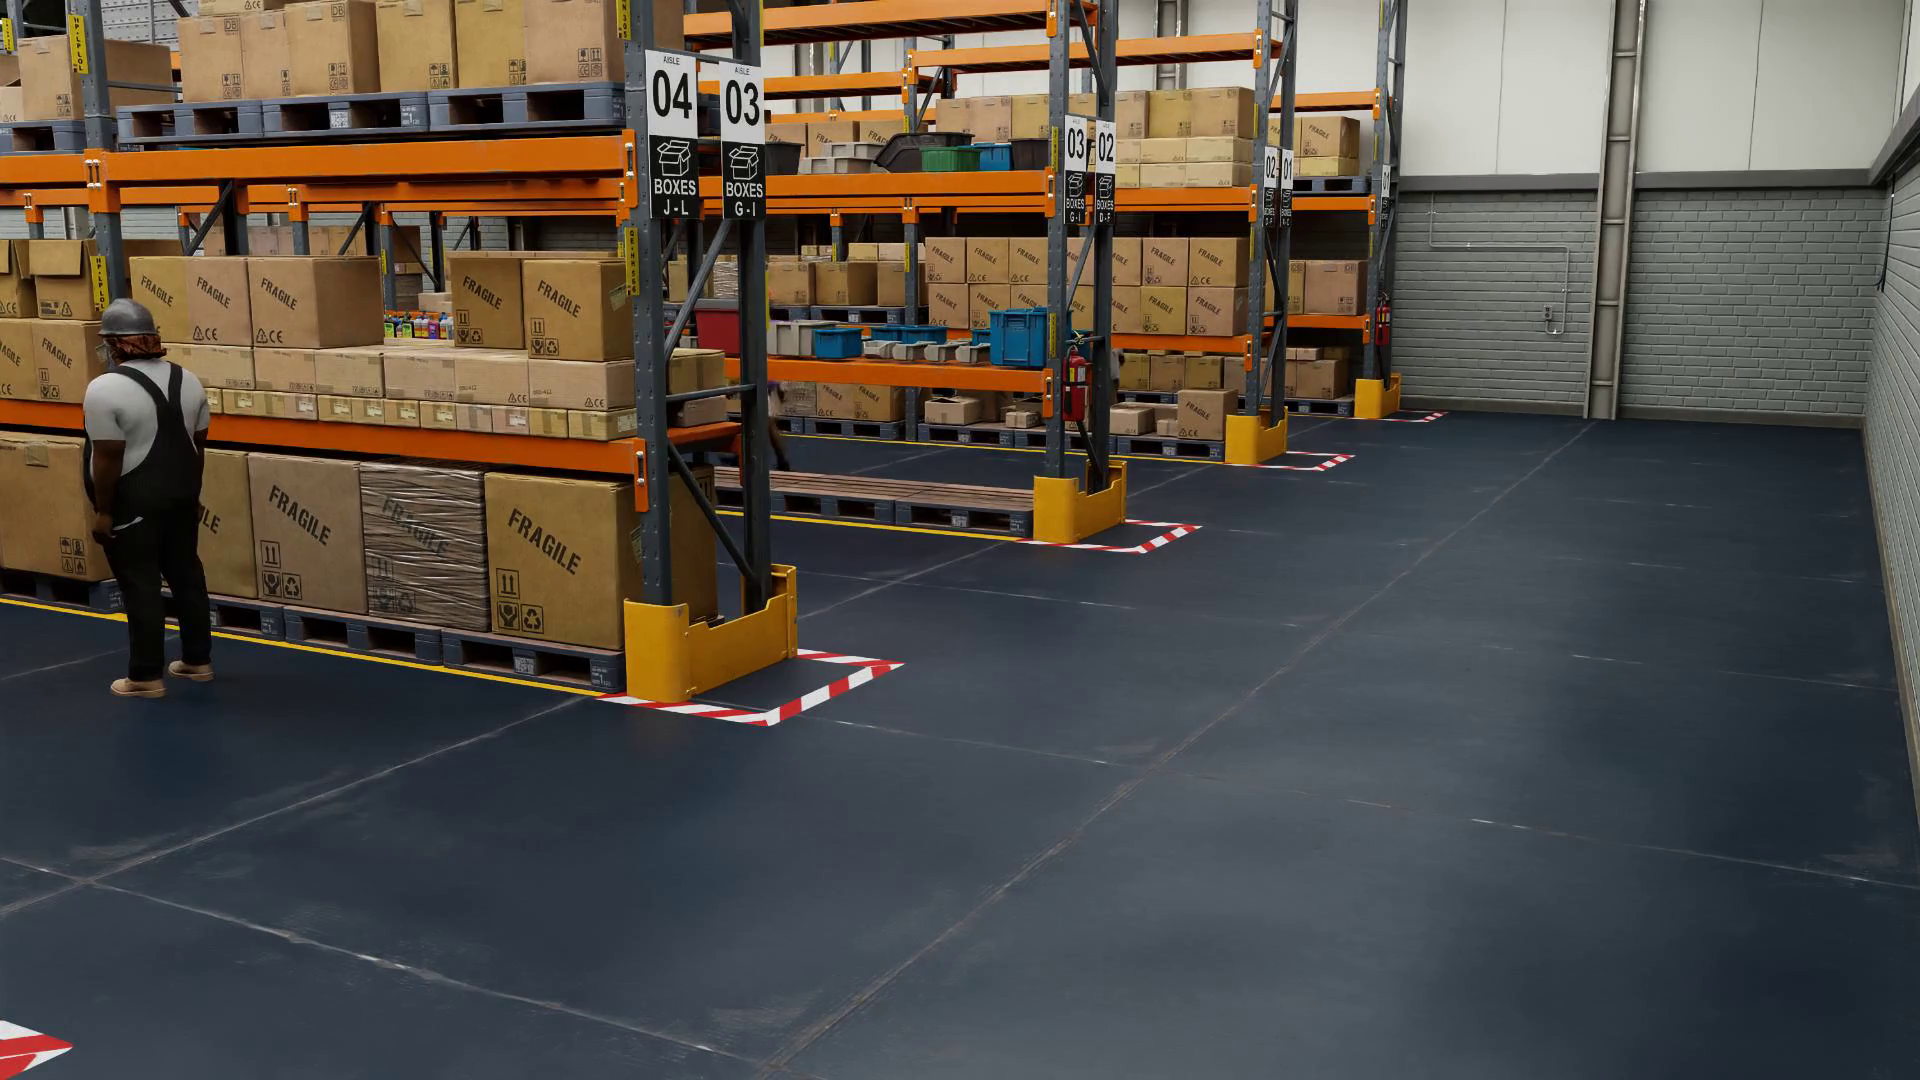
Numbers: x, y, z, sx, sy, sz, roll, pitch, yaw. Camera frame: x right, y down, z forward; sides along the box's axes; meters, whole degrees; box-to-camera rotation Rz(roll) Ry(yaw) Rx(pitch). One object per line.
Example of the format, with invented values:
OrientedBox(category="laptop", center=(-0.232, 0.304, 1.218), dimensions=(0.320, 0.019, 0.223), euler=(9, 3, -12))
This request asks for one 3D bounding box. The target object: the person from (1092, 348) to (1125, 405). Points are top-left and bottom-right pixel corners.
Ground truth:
OrientedBox(category="person", center=(1.675, -2.233, 19.587), dimensions=(0.764, 2.021, 0.622), euler=(5, 11, 24))

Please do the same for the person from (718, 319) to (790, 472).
OrientedBox(category="person", center=(-2.008, -1.531, 16.146), dimensions=(1.028, 1.869, 0.552), euler=(7, 12, 32))

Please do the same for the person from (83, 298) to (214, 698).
OrientedBox(category="person", center=(-4.215, -0.221, 8.549), dimensions=(0.535, 2.000, 0.688), euler=(4, 11, 21))
